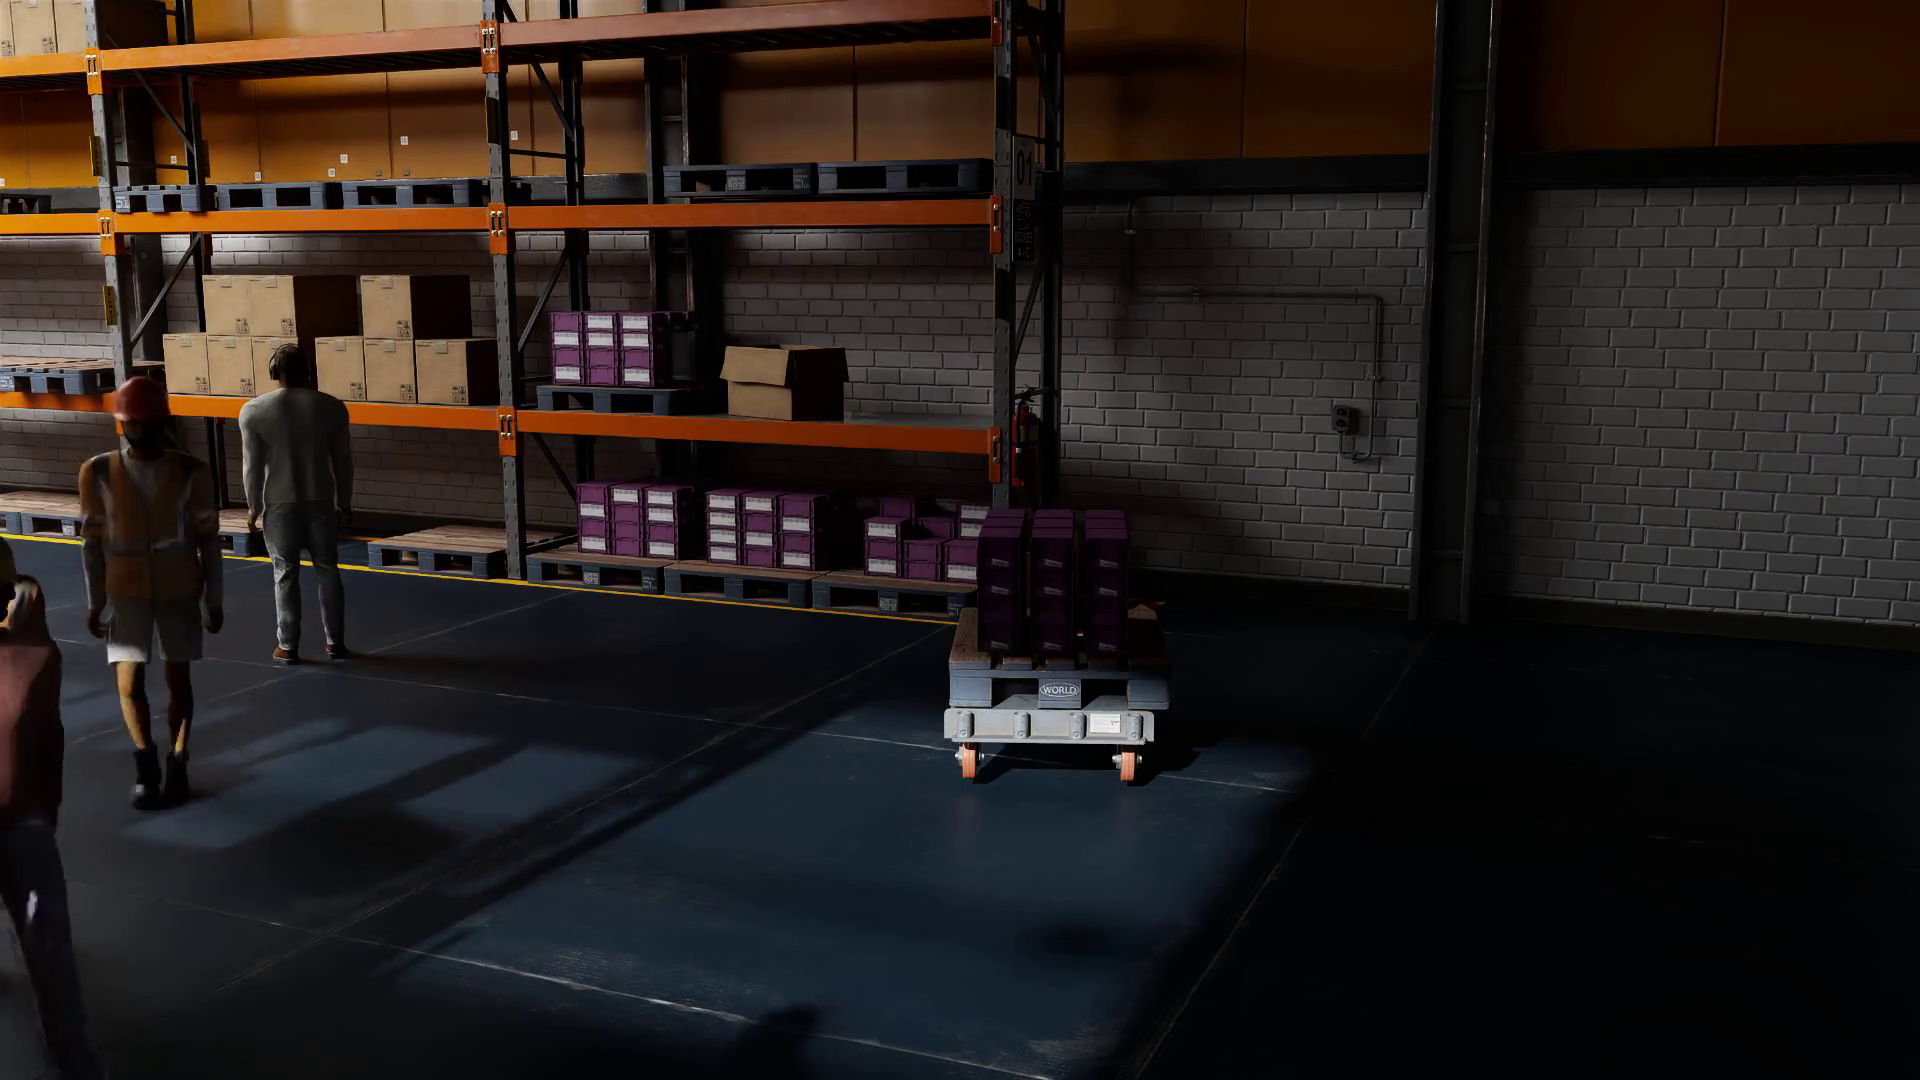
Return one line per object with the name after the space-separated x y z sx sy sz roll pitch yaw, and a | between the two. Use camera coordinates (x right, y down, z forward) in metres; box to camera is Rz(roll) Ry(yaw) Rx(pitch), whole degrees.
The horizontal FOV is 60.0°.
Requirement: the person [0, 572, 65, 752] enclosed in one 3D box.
-3.339 0.674 5.655 0.532 1.636 0.380 -8 12 -39 | person

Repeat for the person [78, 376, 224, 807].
-3.558 0.243 7.356 0.569 1.924 0.496 -4 10 -24 | person

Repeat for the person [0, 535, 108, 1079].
-2.743 0.803 4.653 0.951 1.714 0.534 7 12 38 | person

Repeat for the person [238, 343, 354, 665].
-3.995 -0.216 10.067 0.635 1.938 0.359 -6 11 -32 | person
